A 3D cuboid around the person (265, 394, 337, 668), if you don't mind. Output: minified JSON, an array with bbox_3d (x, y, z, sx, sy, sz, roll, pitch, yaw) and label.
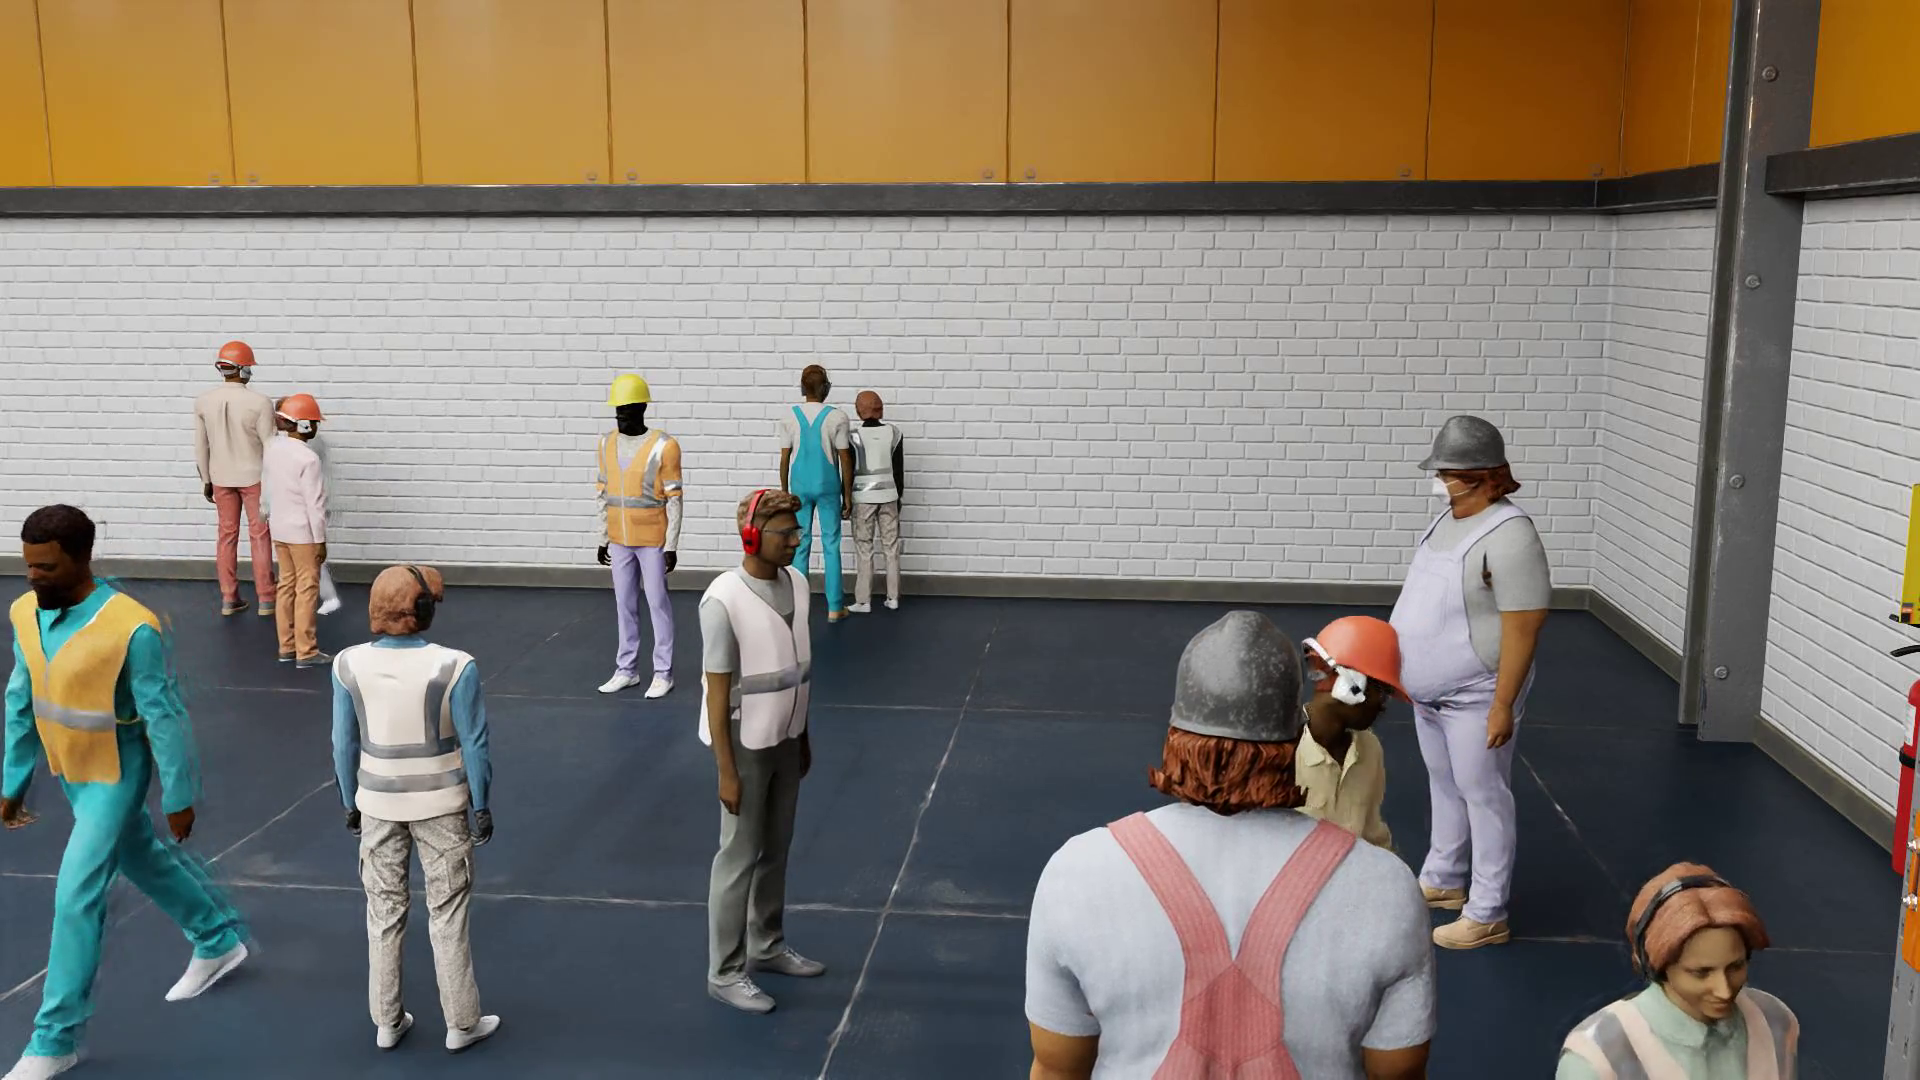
[{"bbox_3d":[-4.187,-0.062,10.629,0.557,1.743,0.362,8,13,40],"label":"person"}]

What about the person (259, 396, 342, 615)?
[{"bbox_3d":[-4.828,-0.256,12.160,0.844,1.596,0.501,5,11,26],"label":"person"}]

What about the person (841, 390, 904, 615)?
[{"bbox_3d":[-0.635,-0.273,12.124,0.512,1.639,0.311,-6,11,-29],"label":"person"}]

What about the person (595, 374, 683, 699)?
[{"bbox_3d":[-1.914,-0.022,9.863,0.588,1.927,0.371,4,11,24],"label":"person"}]

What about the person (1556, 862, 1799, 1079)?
[{"bbox_3d":[1.252,1.341,2.934,0.521,1.624,0.386,-3,10,-18],"label":"person"}]

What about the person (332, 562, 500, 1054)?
[{"bbox_3d":[-1.791,0.889,5.476,0.524,1.636,0.308,1,10,6],"label":"person"}]

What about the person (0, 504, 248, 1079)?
[{"bbox_3d":[-2.813,0.776,5.519,0.616,1.866,1.014,6,11,29],"label":"person"}]

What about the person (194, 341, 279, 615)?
[{"bbox_3d":[-5.210,-0.445,12.088,0.624,1.992,0.390,1,10,6],"label":"person"}]

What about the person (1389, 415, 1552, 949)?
[{"bbox_3d":[1.901,0.531,6.374,0.535,2.000,0.684,-2,10,-9],"label":"person"}]

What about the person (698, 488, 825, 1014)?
[{"bbox_3d":[-0.717,0.724,5.849,0.380,1.838,0.560,5,11,26],"label":"person"}]

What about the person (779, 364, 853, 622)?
[{"bbox_3d":[-1.022,-0.326,11.843,0.518,1.842,0.329,1,10,6],"label":"person"}]
